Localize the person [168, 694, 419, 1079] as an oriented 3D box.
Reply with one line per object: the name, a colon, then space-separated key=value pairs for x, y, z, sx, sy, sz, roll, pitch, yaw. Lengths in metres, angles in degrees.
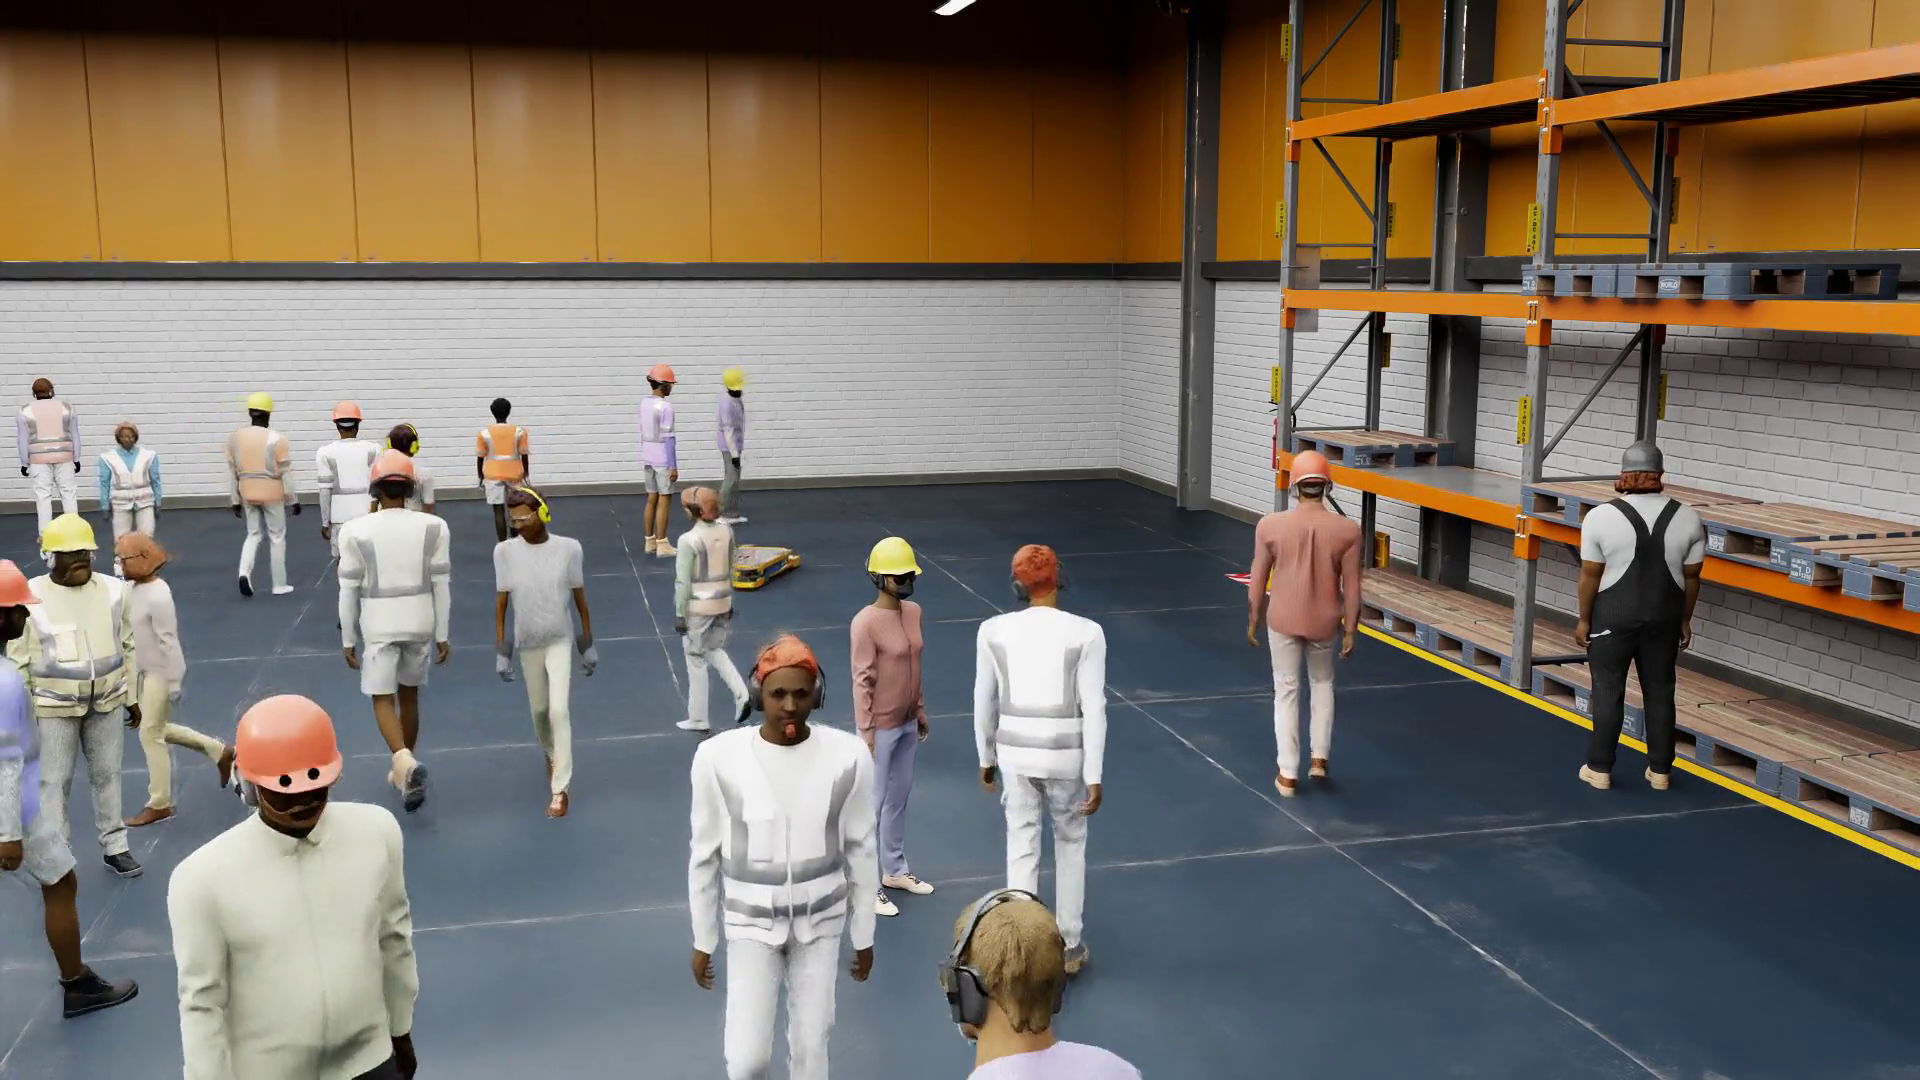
person: x=-1.663 y=1.333 z=4.239 sx=0.625 sy=1.965 sz=0.562 roll=-8 pitch=12 yaw=-41

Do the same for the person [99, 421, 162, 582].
person: x=-7.756 y=-0.314 z=15.587 sx=0.517 sy=1.619 sz=0.493 roll=-5 pitch=10 yaw=-29

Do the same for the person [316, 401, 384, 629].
person: x=-5.069 y=-0.198 z=13.908 sx=0.543 sy=1.928 sz=0.373 roll=-4 pitch=10 yaw=-25

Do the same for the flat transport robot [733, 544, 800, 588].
flat transport robot: x=-2.097 y=0.247 z=16.285 sx=0.652 sy=0.197 sz=1.431 roll=2 pitch=9 yaw=12

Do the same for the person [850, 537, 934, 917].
person: x=-0.315 y=0.859 z=7.817 sx=0.311 sy=1.768 sz=0.531 roll=5 pitch=11 yaw=30

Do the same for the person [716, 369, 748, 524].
person: x=-2.691 y=-1.090 z=19.673 sx=0.366 sy=1.874 sz=0.679 roll=0 pitch=9 yaw=1

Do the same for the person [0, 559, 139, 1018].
person: x=-3.780 y=1.021 z=6.409 sx=0.554 sy=1.900 sz=0.938 roll=7 pitch=11 yaw=37

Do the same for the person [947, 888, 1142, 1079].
person: x=0.153 y=1.583 z=2.891 sx=0.754 sy=1.909 sz=0.668 roll=9 pitch=13 yaw=44

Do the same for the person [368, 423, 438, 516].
person: x=-4.237 y=0.035 z=12.693 sx=0.554 sy=1.851 sz=0.425 roll=0 pitch=9 yaw=1

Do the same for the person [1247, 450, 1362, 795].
person: x=1.976 y=0.471 z=9.602 sx=0.623 sy=1.975 sz=0.545 roll=1 pitch=9 yaw=4

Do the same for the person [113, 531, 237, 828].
person: x=-4.314 y=0.728 z=9.107 sx=0.611 sy=1.609 sz=0.499 roll=-8 pitch=12 yaw=-40

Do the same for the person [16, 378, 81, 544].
person: x=-10.057 y=-0.869 z=18.389 sx=0.619 sy=1.838 sz=0.430 roll=-7 pitch=11 yaw=-36

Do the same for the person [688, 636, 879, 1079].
person: x=-0.544 y=1.228 z=5.212 sx=0.589 sy=1.867 sz=0.429 roll=-2 pitch=9 yaw=-14

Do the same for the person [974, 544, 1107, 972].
person: x=0.328 y=0.947 z=6.997 sx=0.595 sy=1.845 sz=0.646 roll=2 pitch=9 yaw=14

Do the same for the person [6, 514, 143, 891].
person: x=-4.287 y=0.782 z=8.094 sx=0.404 sy=1.832 sz=0.589 roll=8 pitch=12 yaw=41

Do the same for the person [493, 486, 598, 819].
person: x=-2.346 y=0.574 z=9.451 sx=0.566 sy=1.824 sz=0.941 roll=-1 pitch=9 yaw=-9

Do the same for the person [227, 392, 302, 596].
person: x=-6.394 y=-0.405 z=15.260 sx=0.598 sy=1.907 sz=0.608 roll=1 pitch=9 yaw=7

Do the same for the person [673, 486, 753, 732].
person: x=-1.624 y=0.455 z=10.740 sx=0.466 sy=1.623 sz=0.538 roll=6 pitch=11 yaw=32

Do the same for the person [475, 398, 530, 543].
person: x=-4.856 y=-0.672 z=17.642 sx=0.553 sy=1.663 sz=0.769 roll=-4 pitch=10 yaw=-22

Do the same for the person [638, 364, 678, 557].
person: x=-3.146 y=-0.839 z=17.582 sx=0.393 sy=2.034 sz=0.609 roll=-7 pitch=12 yaw=-38

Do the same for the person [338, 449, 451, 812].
person: x=-3.121 y=0.504 z=9.282 sx=0.610 sy=2.015 sz=0.865 roll=-5 pitch=10 yaw=-30

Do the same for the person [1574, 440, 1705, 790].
person: x=3.900 y=0.426 z=9.663 sx=0.688 sy=2.000 sz=0.535 roll=1 pitch=9 yaw=4
